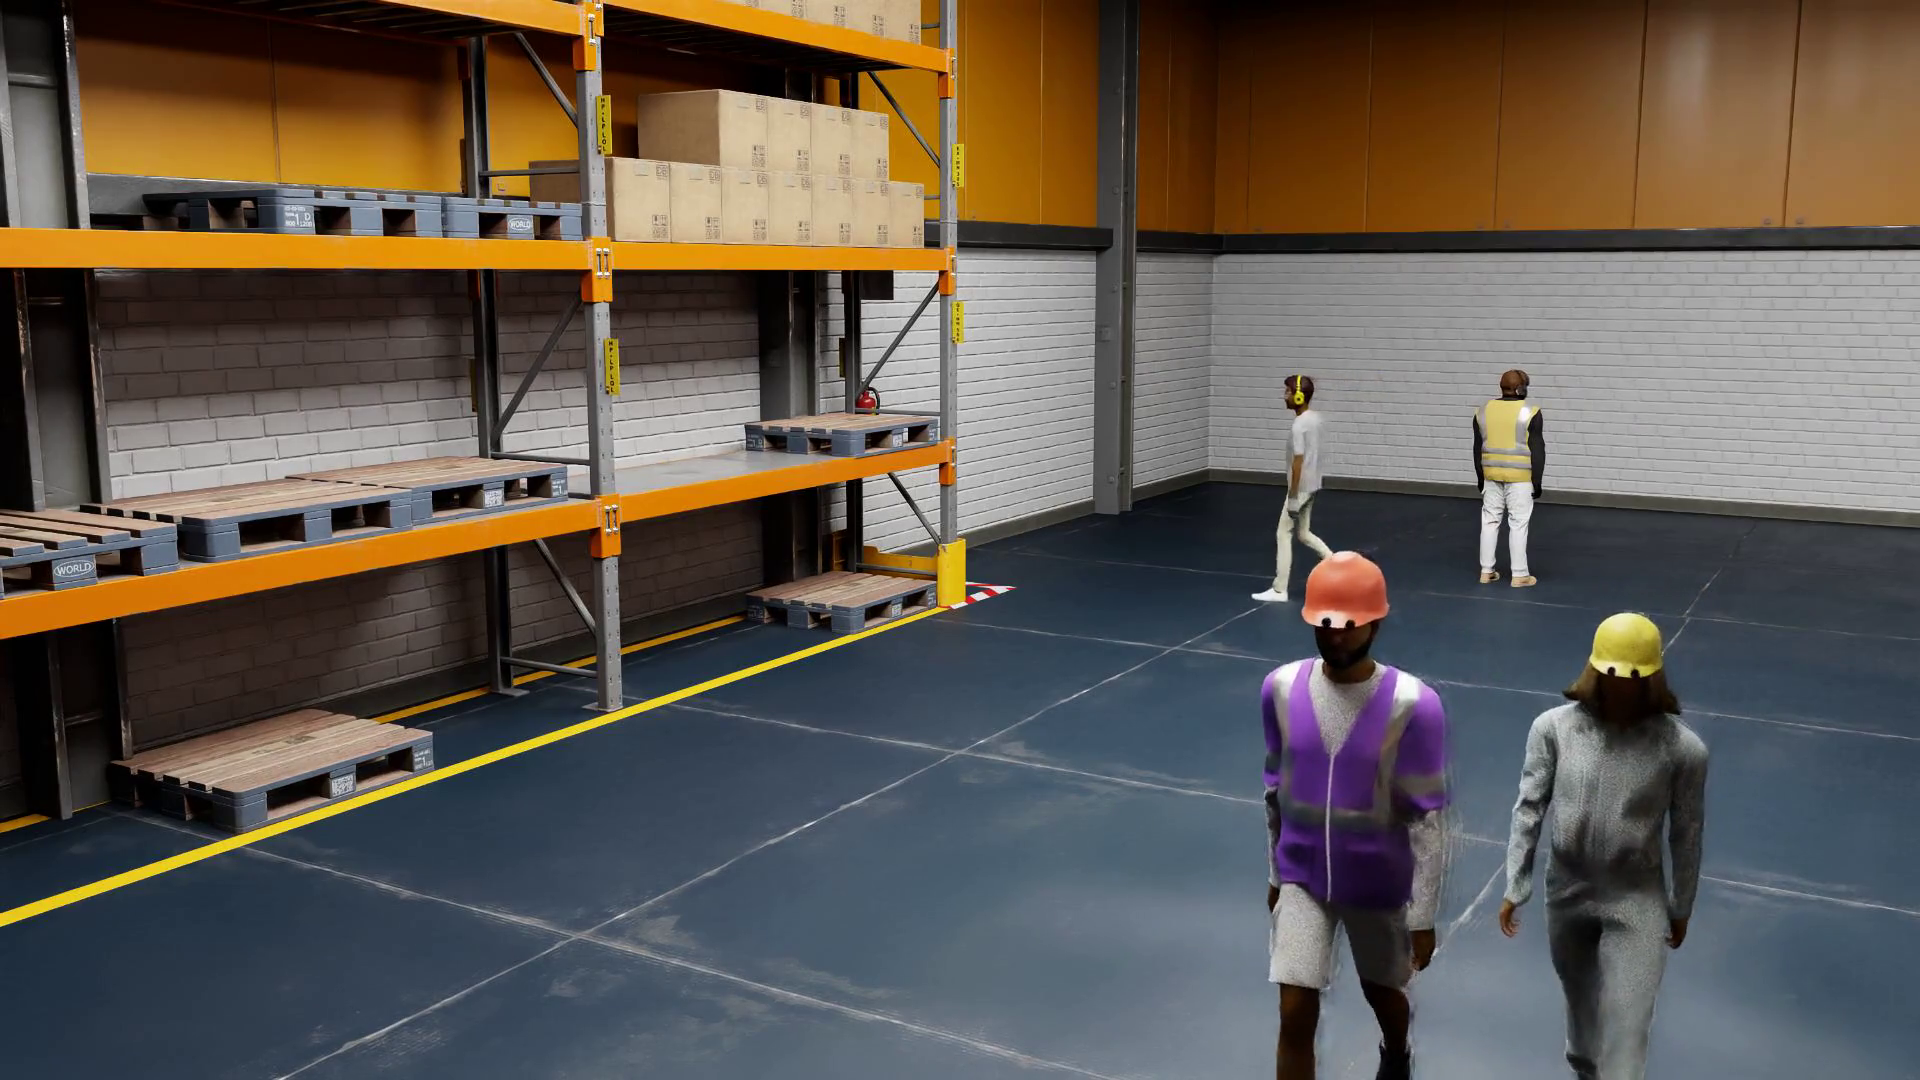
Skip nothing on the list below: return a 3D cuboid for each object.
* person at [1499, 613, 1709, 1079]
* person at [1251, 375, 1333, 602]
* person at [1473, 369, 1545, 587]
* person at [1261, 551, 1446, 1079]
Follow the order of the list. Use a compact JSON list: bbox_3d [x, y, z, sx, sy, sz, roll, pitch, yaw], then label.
[{"bbox_3d":[1.856,1.041,4.818,0.502,1.694,0.915,6,11,33],"label":"person"},{"bbox_3d":[2.761,-0.401,13.316,0.726,1.849,0.555,6,11,33],"label":"person"},{"bbox_3d":[4.667,-0.524,14.119,0.625,1.842,0.429,9,13,44],"label":"person"},{"bbox_3d":[1.142,0.944,4.830,0.559,1.892,1.013,5,10,29],"label":"person"}]
